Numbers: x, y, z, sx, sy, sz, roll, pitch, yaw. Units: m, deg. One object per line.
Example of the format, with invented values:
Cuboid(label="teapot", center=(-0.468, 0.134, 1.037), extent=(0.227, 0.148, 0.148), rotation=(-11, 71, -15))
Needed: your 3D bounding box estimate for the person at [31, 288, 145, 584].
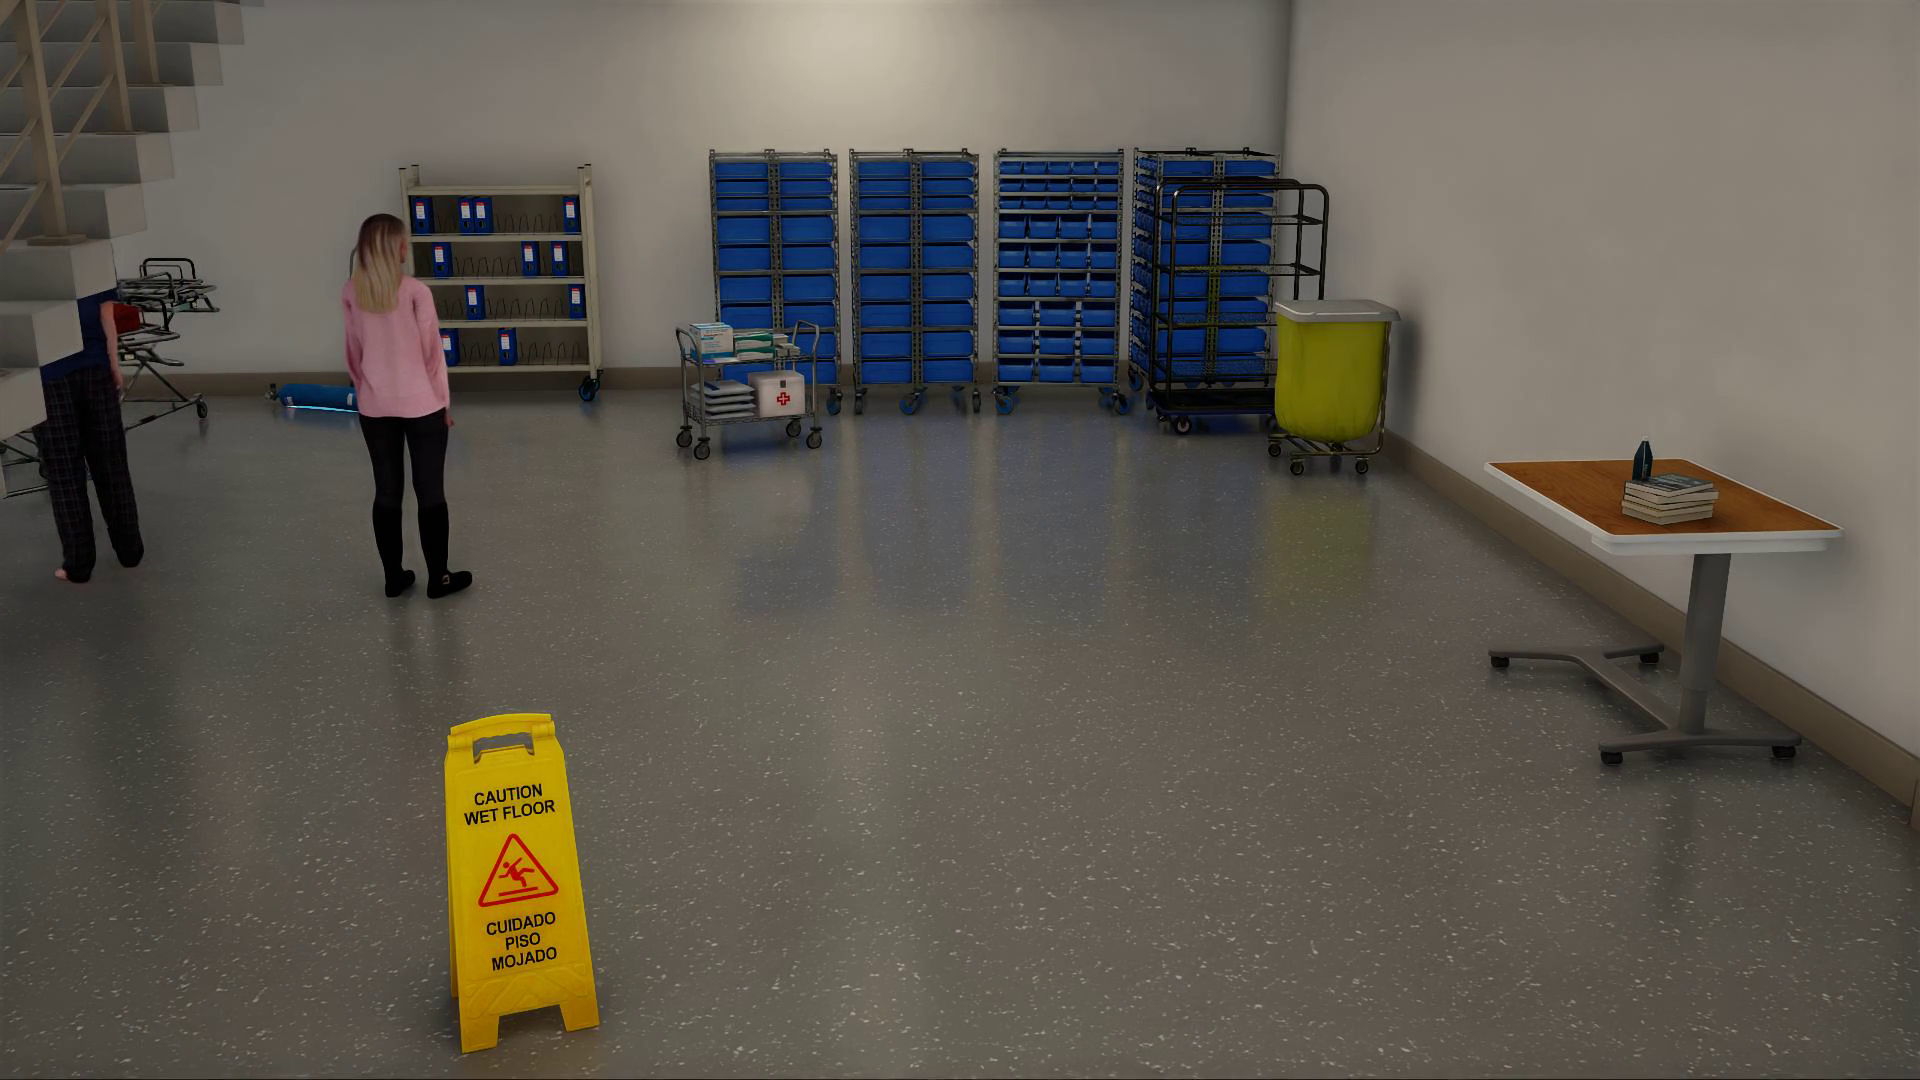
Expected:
Cuboid(label="person", center=(-4.030, -0.740, 7.531), extent=(0.789, 1.870, 0.832), rotation=(-14, 21, -41))

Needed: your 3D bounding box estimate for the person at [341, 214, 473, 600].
Cuboid(label="person", center=(-2.455, -0.579, 7.297), extent=(0.655, 1.686, 0.629), rotation=(3, 16, 11))
